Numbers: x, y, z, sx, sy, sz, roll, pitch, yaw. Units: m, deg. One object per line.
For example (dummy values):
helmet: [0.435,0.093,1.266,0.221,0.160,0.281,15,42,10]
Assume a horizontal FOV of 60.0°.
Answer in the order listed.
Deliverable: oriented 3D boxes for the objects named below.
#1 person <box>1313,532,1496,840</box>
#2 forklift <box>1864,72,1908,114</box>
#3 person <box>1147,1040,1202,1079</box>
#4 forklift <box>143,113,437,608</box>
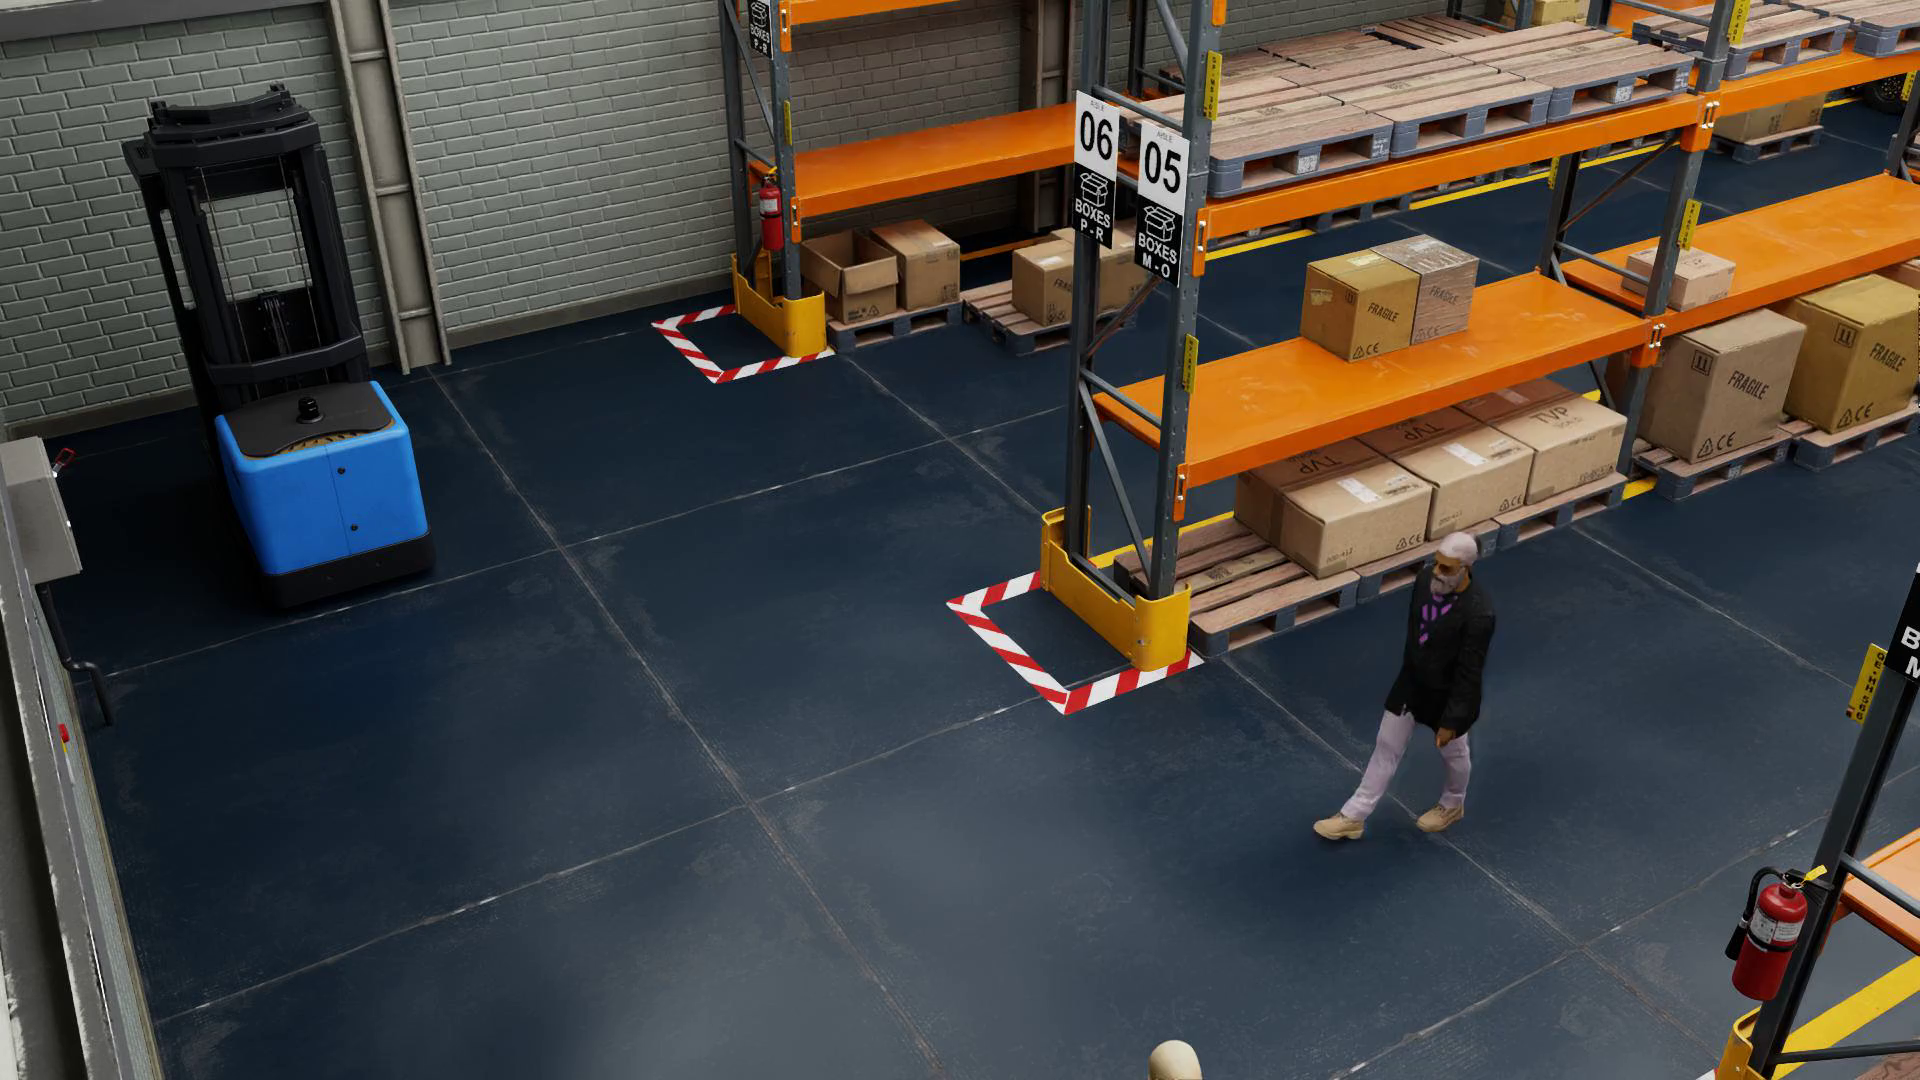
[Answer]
person: [2.292,0.771,8.226,0.875,1.808,0.547,-17,35,-25]
forklift: [11.468,-5.645,18.244,1.214,2.155,2.313,-17,36,-26]
person: [0.663,2.339,5.704,0.592,1.798,0.389,-11,33,-18]
forklift: [-4.289,-1.259,10.509,1.129,2.768,1.873,-17,36,-26]
